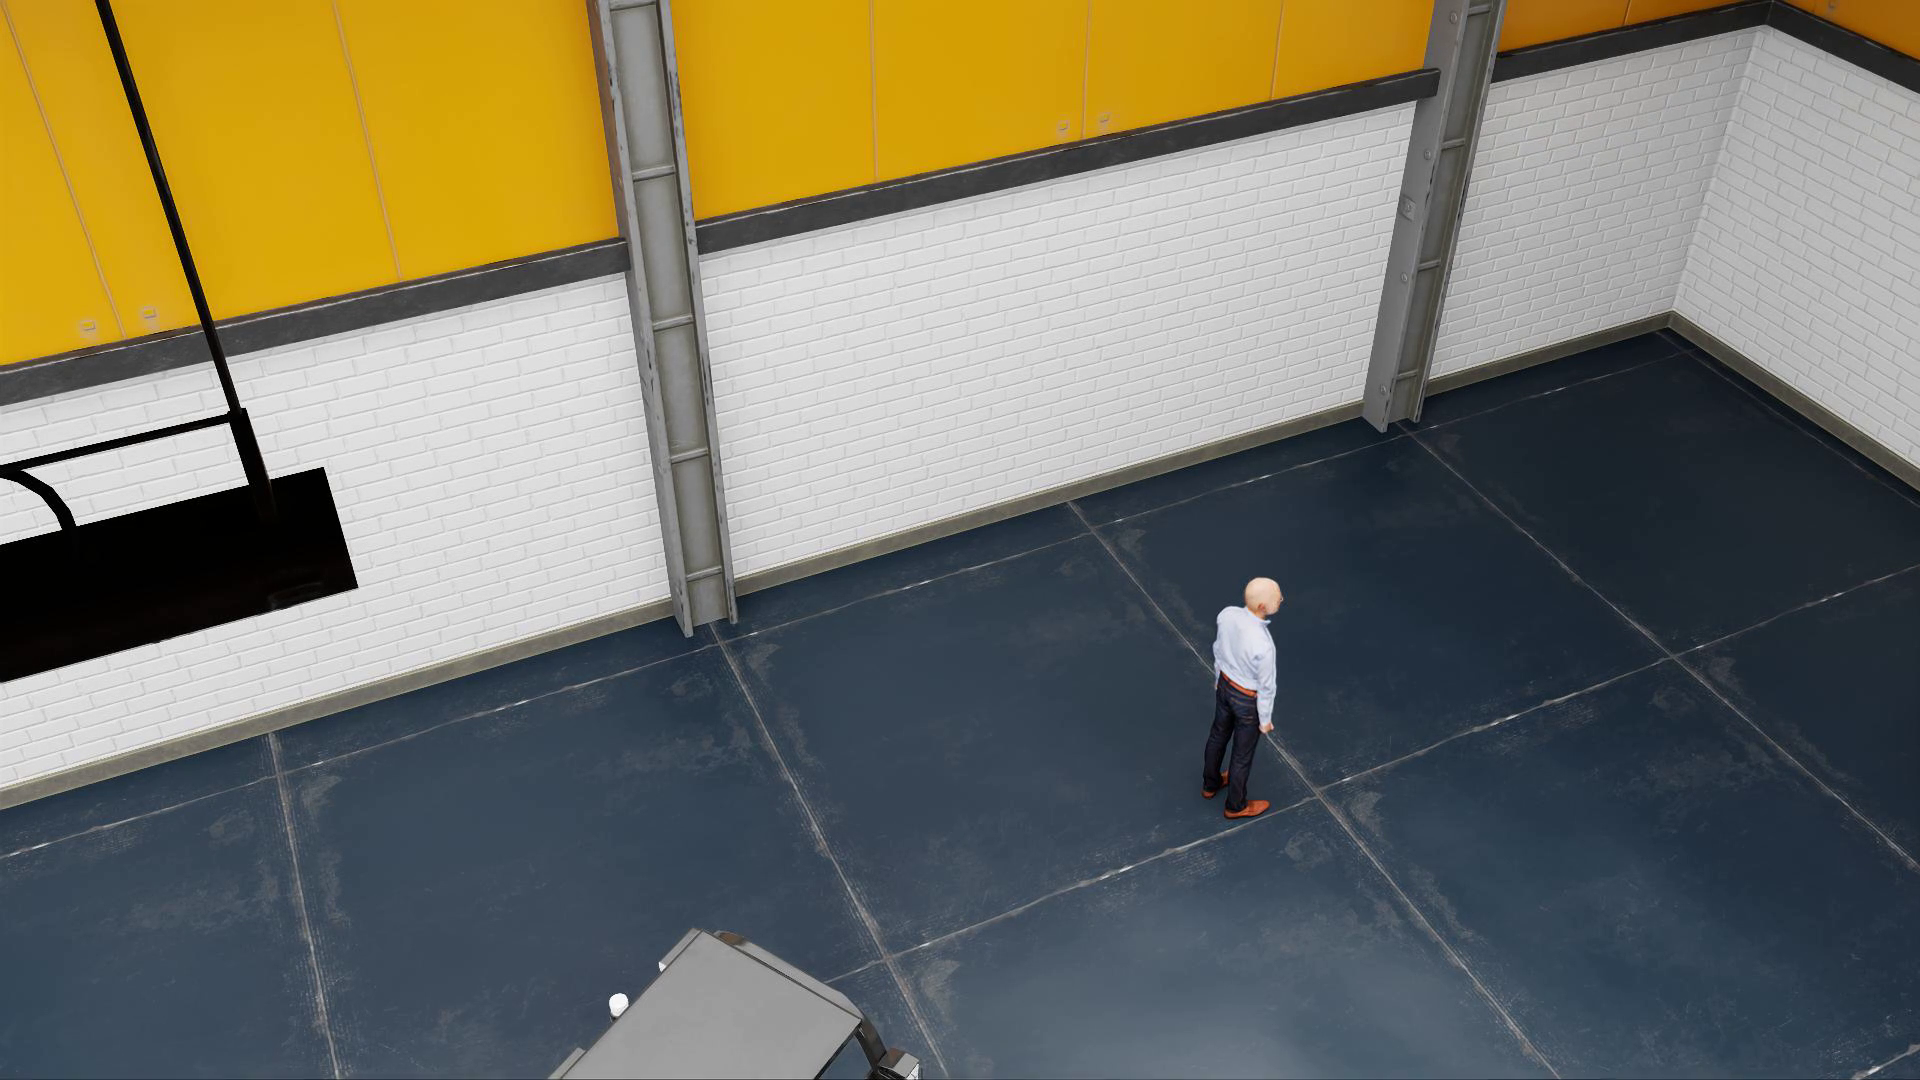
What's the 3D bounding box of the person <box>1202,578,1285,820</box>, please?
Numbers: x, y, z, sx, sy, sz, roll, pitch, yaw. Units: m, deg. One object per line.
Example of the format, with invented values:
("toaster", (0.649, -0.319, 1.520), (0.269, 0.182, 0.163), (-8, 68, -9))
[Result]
("person", (1.706, 0.945, 10.045), (0.578, 1.789, 0.667), (-21, 43, -24))
